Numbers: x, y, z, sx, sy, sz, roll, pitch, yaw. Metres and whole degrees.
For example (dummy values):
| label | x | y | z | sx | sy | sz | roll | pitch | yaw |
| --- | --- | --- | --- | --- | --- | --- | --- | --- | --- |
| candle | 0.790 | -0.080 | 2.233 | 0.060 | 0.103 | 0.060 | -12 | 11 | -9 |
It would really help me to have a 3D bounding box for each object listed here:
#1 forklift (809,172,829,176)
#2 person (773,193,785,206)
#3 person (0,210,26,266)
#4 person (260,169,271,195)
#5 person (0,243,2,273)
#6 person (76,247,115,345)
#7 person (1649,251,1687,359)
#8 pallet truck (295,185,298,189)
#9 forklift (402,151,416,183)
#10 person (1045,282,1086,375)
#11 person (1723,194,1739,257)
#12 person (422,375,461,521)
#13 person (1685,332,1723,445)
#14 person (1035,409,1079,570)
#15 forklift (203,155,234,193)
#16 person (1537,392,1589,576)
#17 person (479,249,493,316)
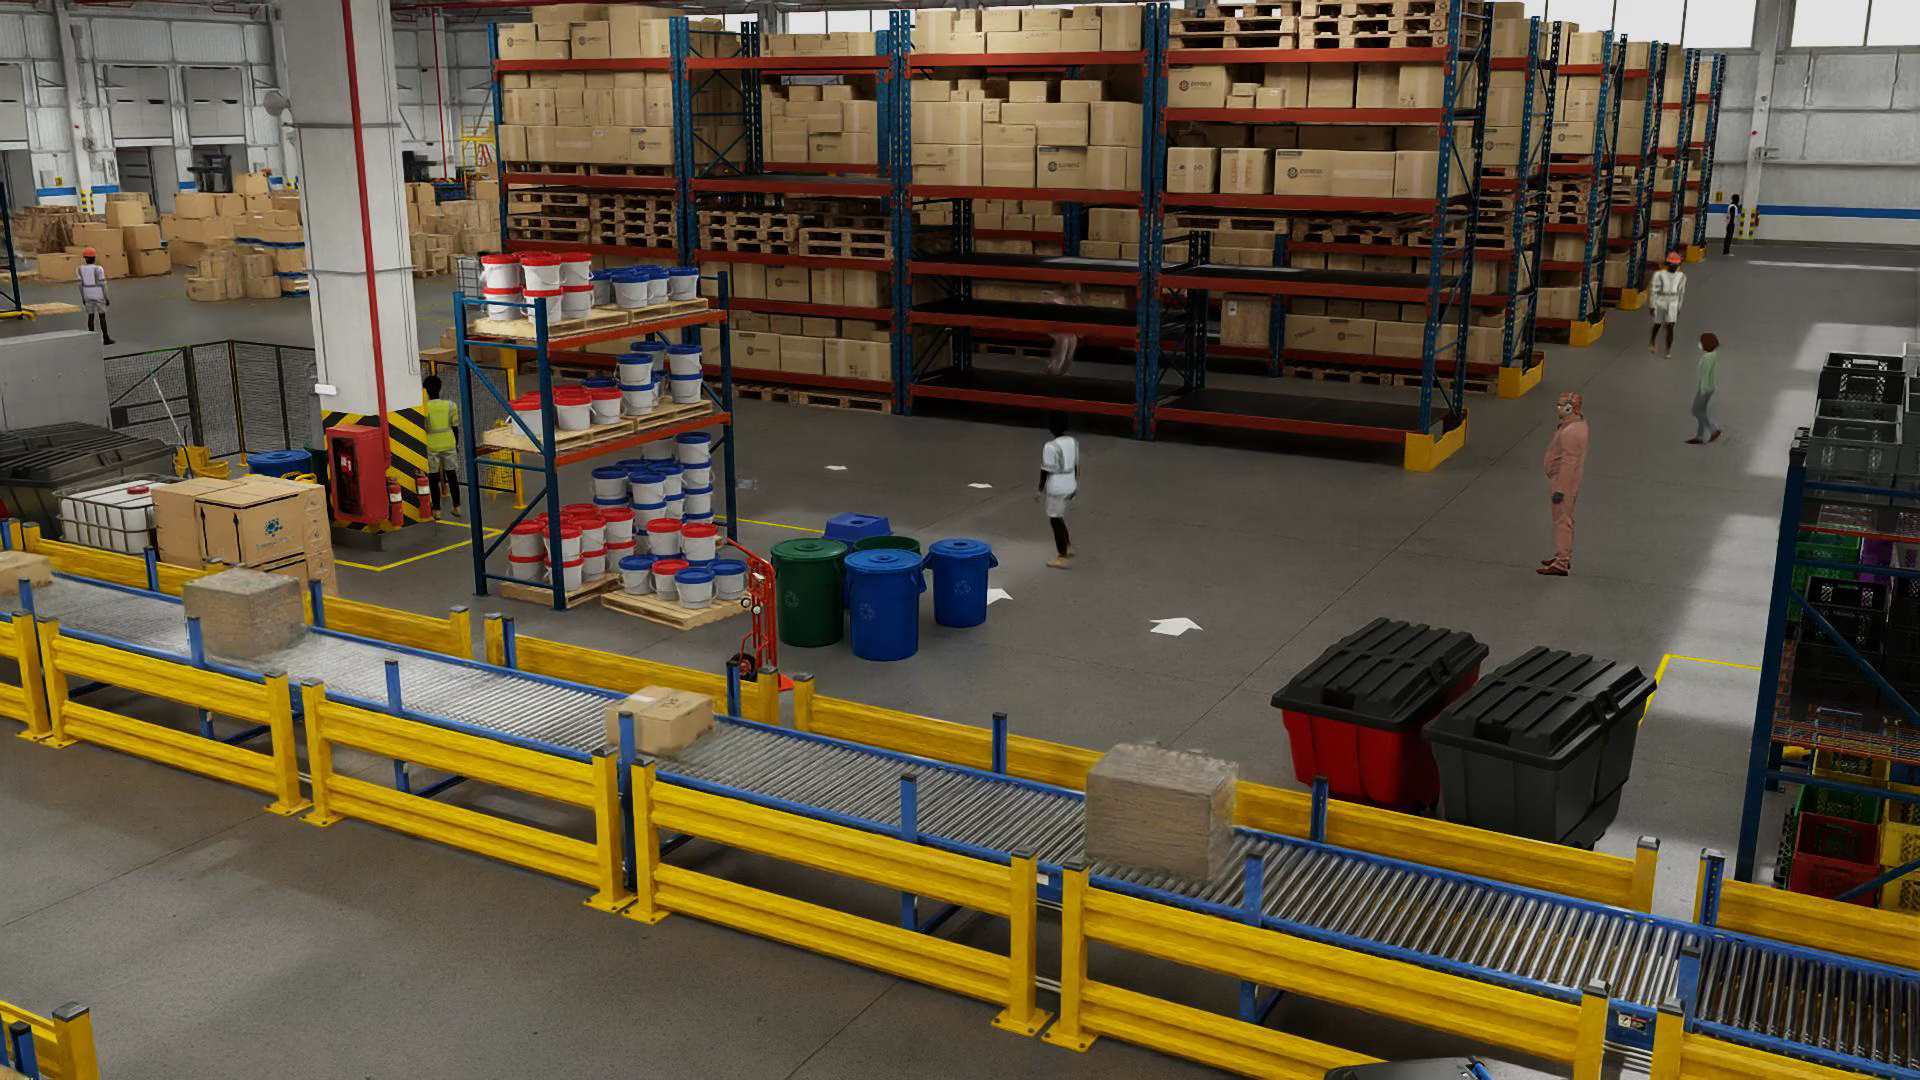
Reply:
| label | x | y | z | sx | sy | sz | roll | pitch | yaw |
| --- | --- | --- | --- | --- | --- | --- | --- | --- | --- |
| forklift | -5.181 | -12.877 | 61.509 | 1.873 | 2.768 | 1.129 | 8 | 17 | 28 |
| person | -5.825 | -10.514 | 54.567 | 0.613 | 1.863 | 0.996 | 3 | 15 | 10 |
| person | -27.592 | -8.723 | 48.124 | 0.497 | 1.719 | 0.750 | 14 | 20 | 43 |
| person | -29.131 | -14.546 | 69.637 | 0.813 | 1.906 | 0.563 | -11 | 19 | -36 |
| person | -27.328 | -8.458 | 46.881 | 0.508 | 1.846 | 0.345 | -6 | 16 | -20 |
| person | -17.240 | -4.851 | 33.142 | 0.545 | 1.938 | 0.361 | -1 | 15 | -2 |
| person | 13.430 | -4.485 | 31.624 | 0.611 | 2.022 | 0.883 | 3 | 15 | 12 |
| pallet truck | -26.804 | -14.617 | 69.738 | 1.885 | 1.965 | 0.823 | -14 | 20 | -42 |
| forklift | -21.377 | -13.658 | 64.445 | 1.873 | 2.768 | 1.129 | 0 | 15 | 1 |
| person | 1.804 | -3.465 | 28.076 | 0.677 | 1.873 | 0.489 | -12 | 19 | -37 |
| person | 23.989 | -9.784 | 51.743 | 0.390 | 1.919 | 0.598 | 5 | 16 | 18 |
| person | -6.090 | -1.078 | 19.411 | 0.540 | 1.699 | 0.317 | -12 | 19 | -38 |
| person | 10.548 | -2.121 | 23.458 | 0.418 | 1.622 | 0.514 | 12 | 19 | 37 |
| person | 1.024 | -0.528 | 17.385 | 0.389 | 1.685 | 0.542 | 9 | 18 | 31 |
| forklift | -26.676 | -12.494 | 60.067 | 1.129 | 2.768 | 1.873 | 3 | 15 | 11 |
| person | 6.220 | -0.586 | 17.168 | 0.408 | 1.906 | 0.654 | 8 | 17 | 26 |
| person | -9.231 | -4.734 | 32.682 | 0.422 | 1.963 | 0.611 | -1 | 15 | -3 |
